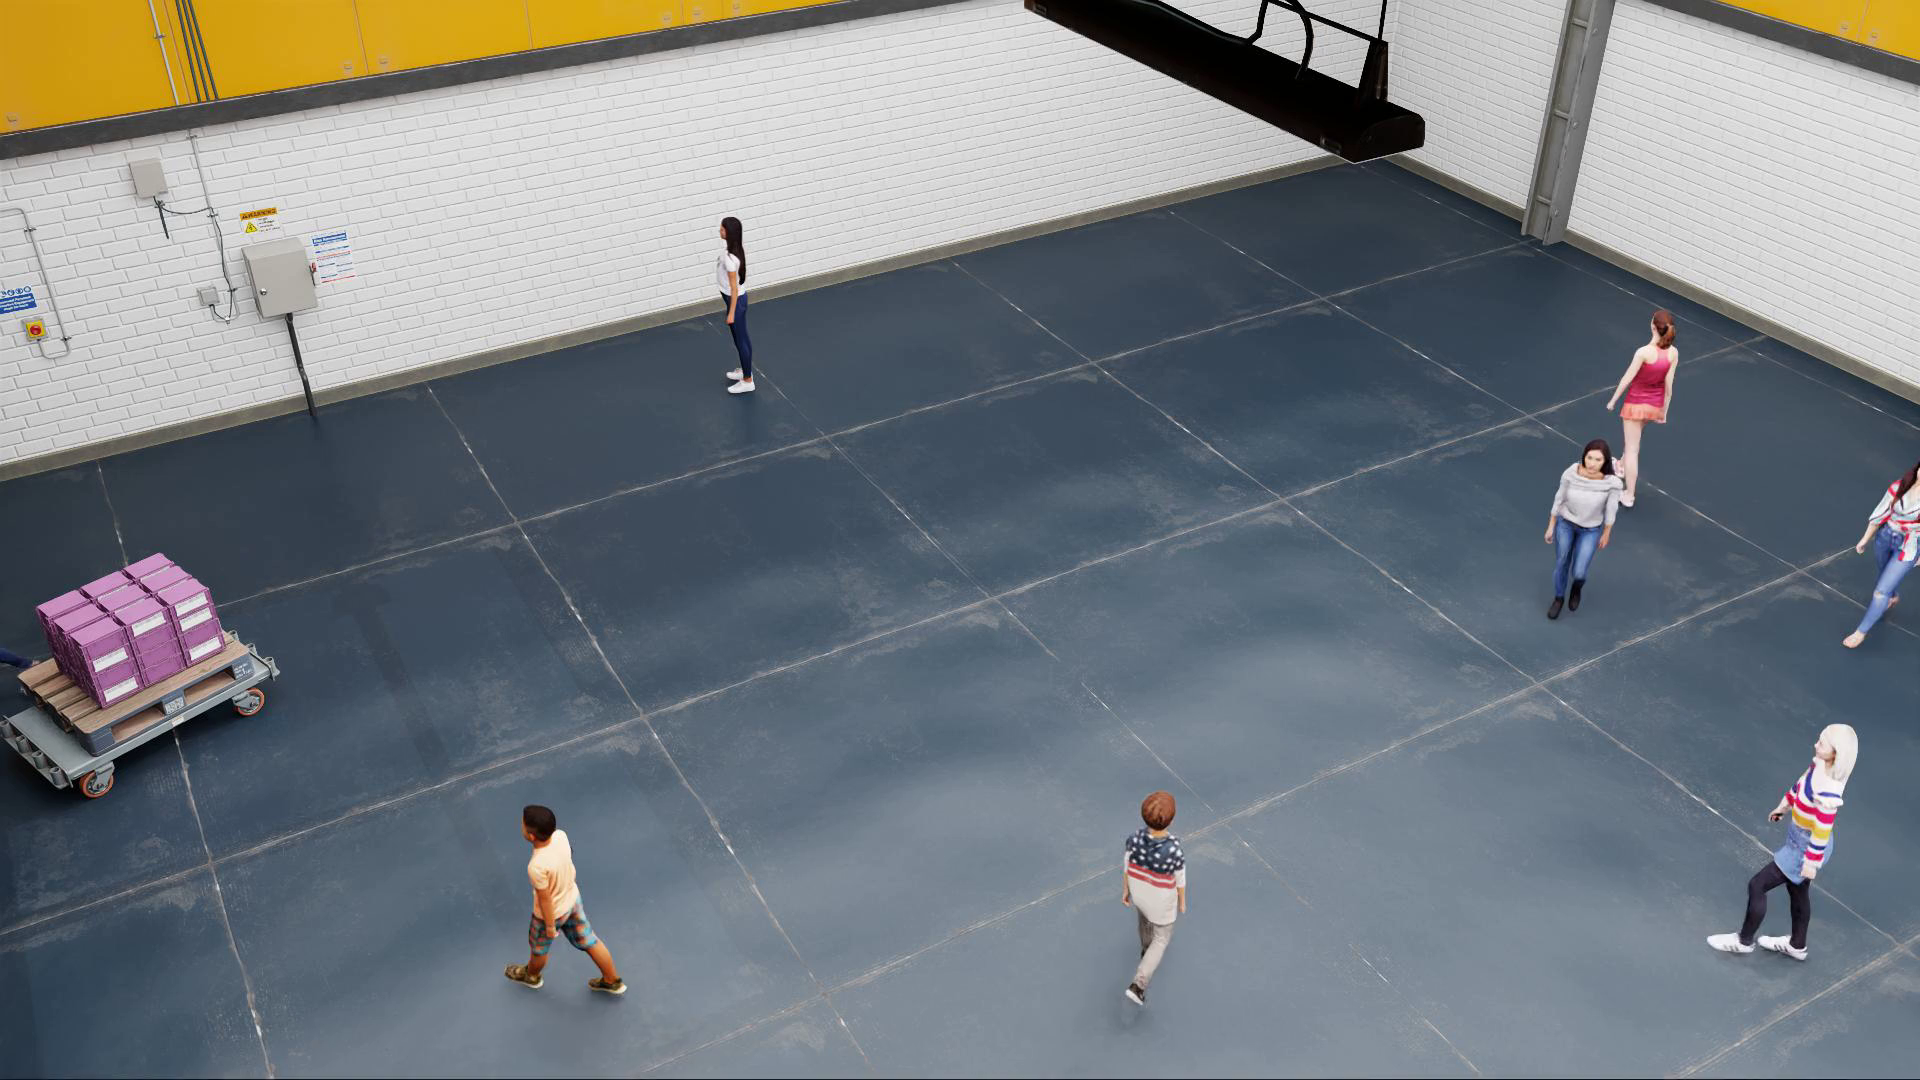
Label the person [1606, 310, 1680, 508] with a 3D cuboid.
[{"bbox_3d":[5.850,-1.085,14.171,0.767,1.726,1.006,-8,34,-11],"label":"person"}]

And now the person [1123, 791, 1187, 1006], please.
[{"bbox_3d":[1.116,2.082,9.679,0.919,1.423,0.862,17,37,24],"label":"person"}]

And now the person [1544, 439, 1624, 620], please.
[{"bbox_3d":[4.779,-0.115,12.808,0.695,1.618,0.785,20,38,27],"label":"person"}]

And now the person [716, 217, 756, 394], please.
[{"bbox_3d":[-2.127,-2.255,15.887,0.727,1.774,0.606,-1,34,-2],"label":"person"}]

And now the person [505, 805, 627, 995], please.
[{"bbox_3d":[-2.258,2.127,9.611,1.035,1.425,0.945,11,35,16],"label":"person"}]

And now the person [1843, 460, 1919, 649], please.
[{"bbox_3d":[7.168,0.020,12.647,0.694,1.573,1.033,-20,39,-27],"label":"person"}]

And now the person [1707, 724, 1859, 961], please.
[{"bbox_3d":[5.055,1.810,9.759,0.952,1.788,0.878,17,37,23],"label":"person"}]
